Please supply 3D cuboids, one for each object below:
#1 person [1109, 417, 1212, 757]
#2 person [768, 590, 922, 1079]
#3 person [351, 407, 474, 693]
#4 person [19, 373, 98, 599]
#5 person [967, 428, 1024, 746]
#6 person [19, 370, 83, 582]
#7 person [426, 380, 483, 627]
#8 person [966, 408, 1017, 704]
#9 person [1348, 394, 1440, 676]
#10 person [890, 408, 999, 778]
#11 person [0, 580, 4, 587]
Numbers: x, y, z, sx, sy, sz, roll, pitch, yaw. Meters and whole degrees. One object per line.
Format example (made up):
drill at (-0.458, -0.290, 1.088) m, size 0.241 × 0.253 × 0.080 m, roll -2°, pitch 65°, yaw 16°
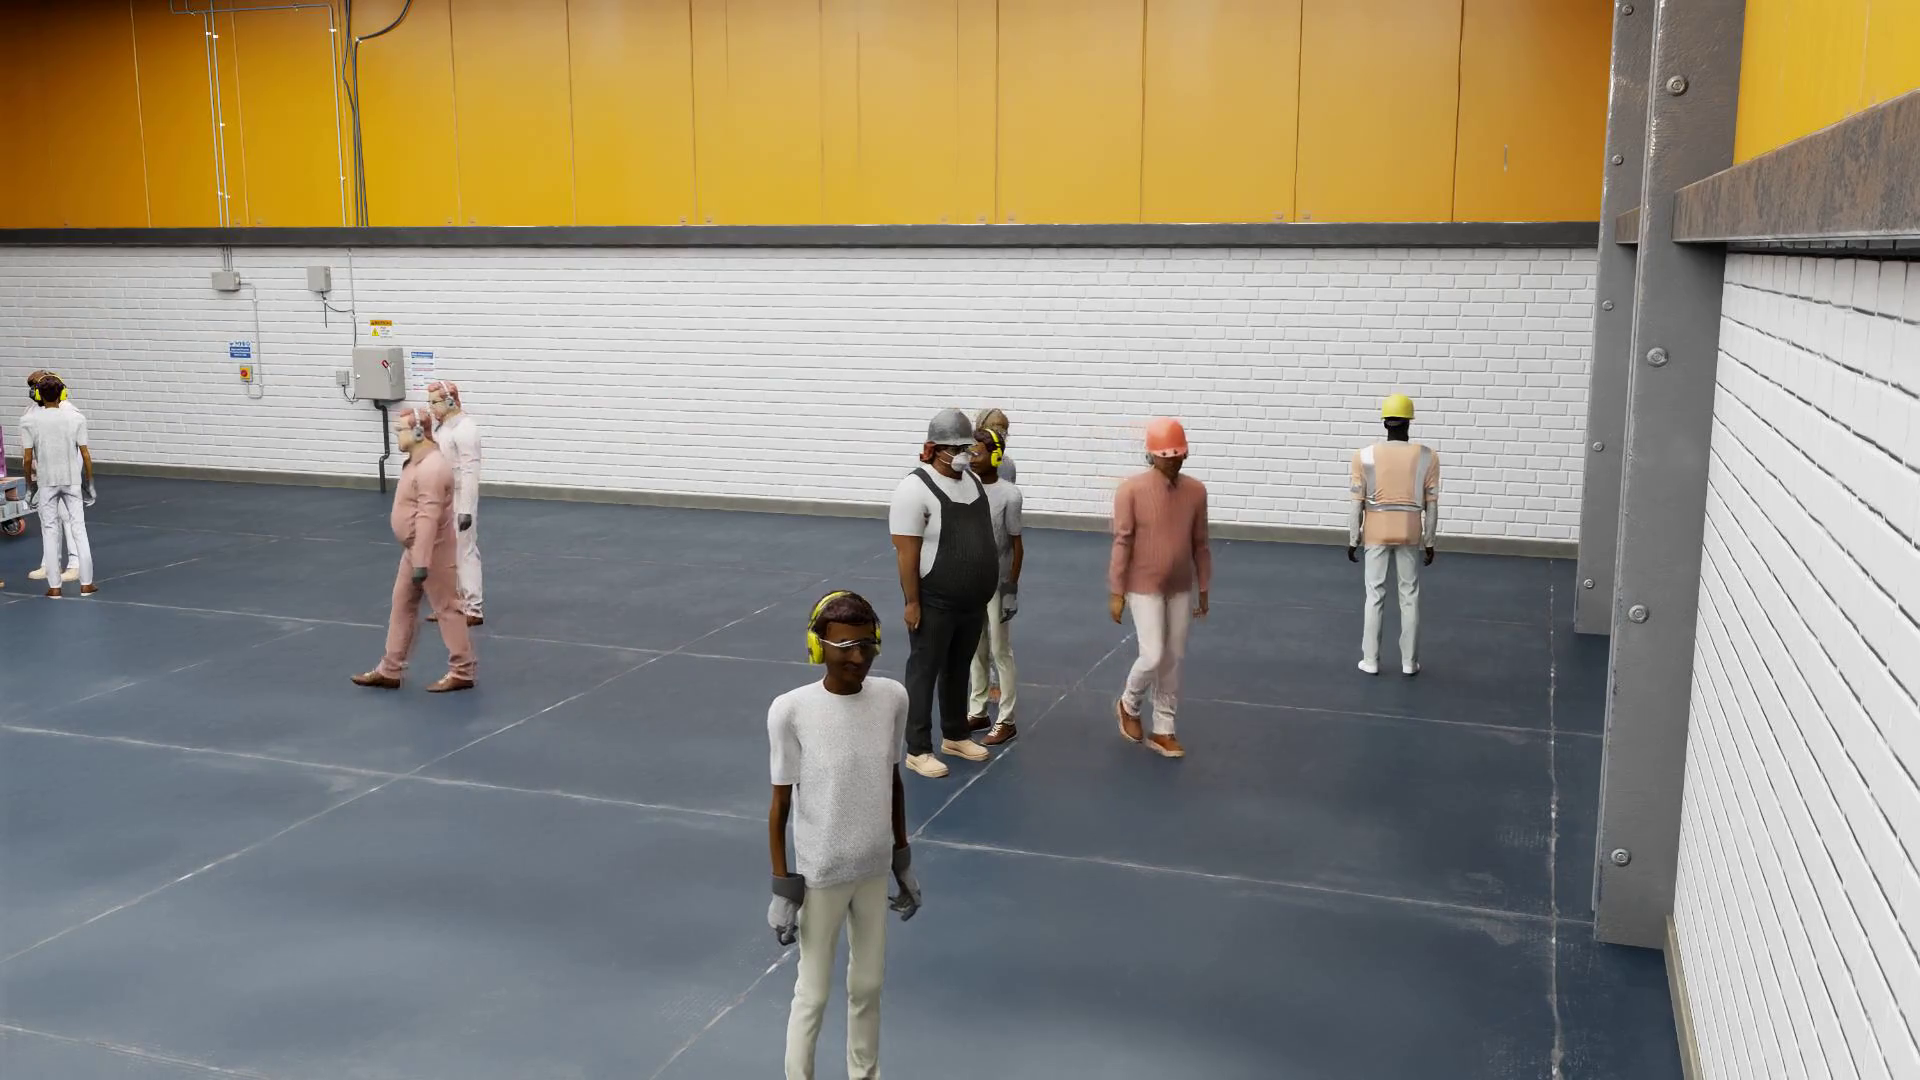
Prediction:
person at (1.157, 0.273, 9.473) m, size 0.646 × 1.970 × 0.450 m, roll -5°, pitch 11°, yaw -25°
person at (-0.361, 1.071, 5.281) m, size 0.535 × 1.865 × 0.312 m, roll -7°, pitch 12°, yaw -33°
person at (-3.597, 0.087, 10.776) m, size 0.833 × 1.877 × 0.673 m, roll -5°, pitch 11°, yaw -25°
person at (-7.482, -0.448, 13.822) m, size 0.532 × 1.871 × 0.319 m, roll -6°, pitch 12°, yaw -29°
person at (0.156, 0.270, 9.781) m, size 0.328 × 1.872 × 0.515 m, roll -8°, pitch 13°, yaw -40°
person at (-7.924, -0.556, 14.514) m, size 0.621 × 1.845 × 0.429 m, roll 4°, pitch 11°, yaw 23°
person at (-3.901, -0.272, 12.750) m, size 0.407 × 1.902 × 0.639 m, roll -8°, pitch 13°, yaw -37°
person at (0.042, 0.068, 10.873) m, size 0.666 × 1.900 × 0.858 m, roll -6°, pitch 12°, yaw -31°
person at (2.937, -0.030, 11.314) m, size 0.591 × 1.923 × 0.382 m, roll 2°, pitch 10°, yaw 9°
person at (-0.038, 0.279, 9.250) m, size 0.536 × 2.000 × 0.688 m, roll 8°, pitch 13°, yaw 38°
person at (-8.324, -0.528, 13.931) m, size 0.389 × 1.990 × 0.622 m, roll -2°, pitch 10°, yaw -10°
